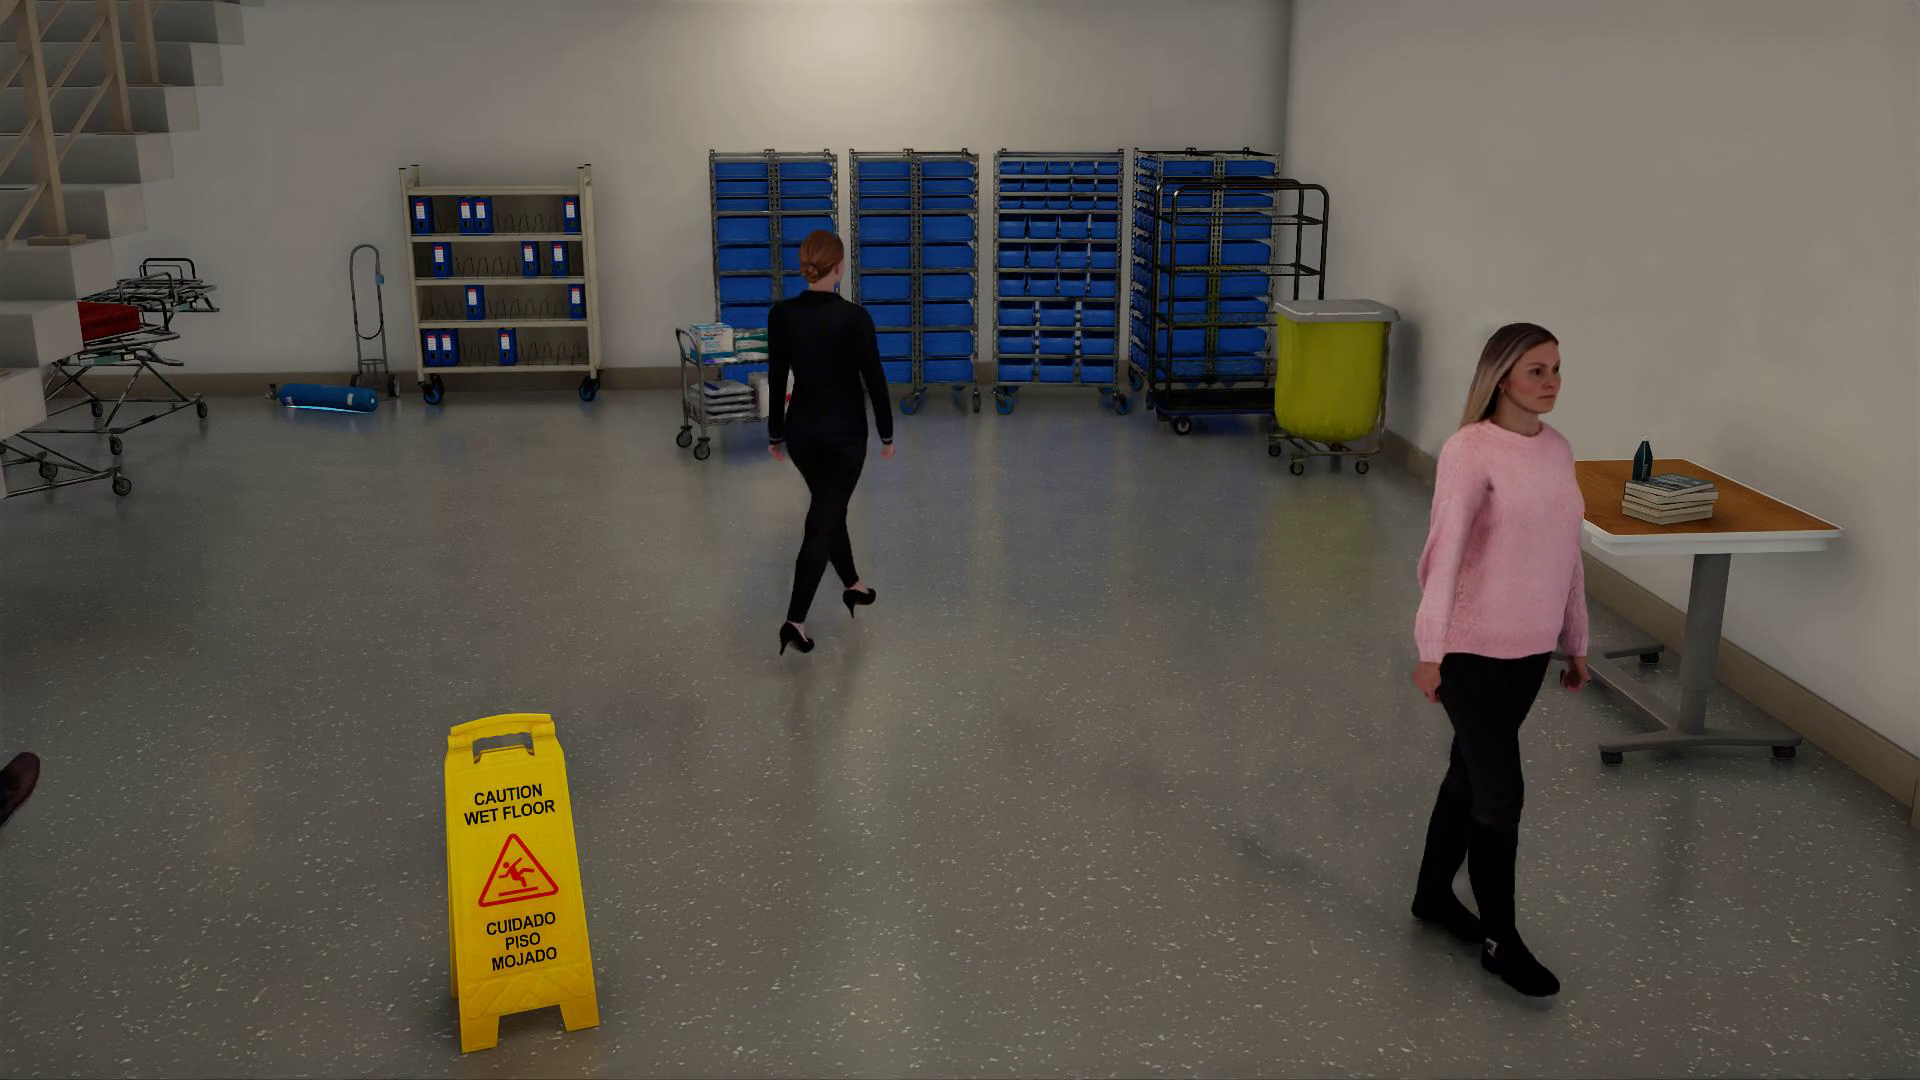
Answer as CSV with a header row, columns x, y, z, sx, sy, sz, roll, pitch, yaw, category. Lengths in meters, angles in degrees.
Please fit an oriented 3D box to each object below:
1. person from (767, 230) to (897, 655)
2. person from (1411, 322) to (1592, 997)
x,y,z,sx,sy,sz,roll,pitch,yaw,category
-0.559,-0.334,6.511,0.968,1.641,1.174,7,17,23,person
1.317,0.263,4.334,0.811,1.675,0.918,-10,18,-31,person
